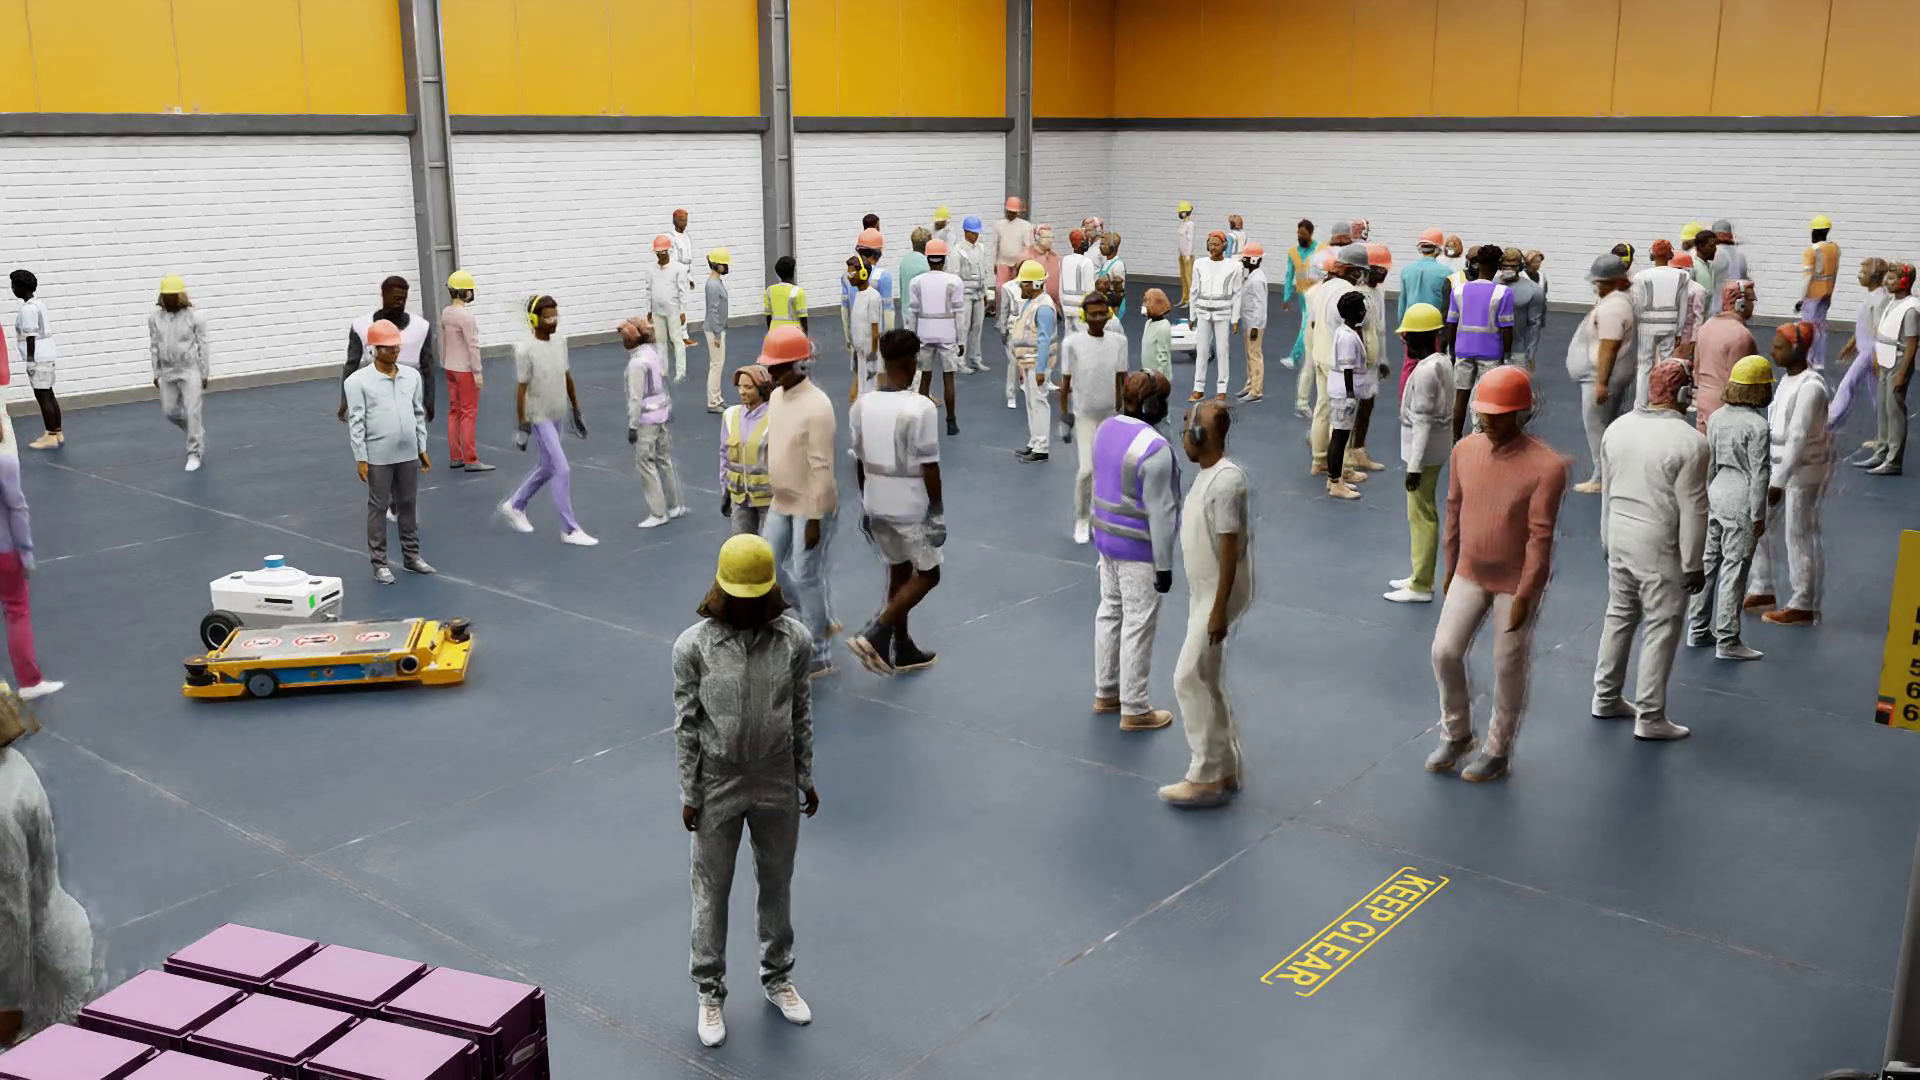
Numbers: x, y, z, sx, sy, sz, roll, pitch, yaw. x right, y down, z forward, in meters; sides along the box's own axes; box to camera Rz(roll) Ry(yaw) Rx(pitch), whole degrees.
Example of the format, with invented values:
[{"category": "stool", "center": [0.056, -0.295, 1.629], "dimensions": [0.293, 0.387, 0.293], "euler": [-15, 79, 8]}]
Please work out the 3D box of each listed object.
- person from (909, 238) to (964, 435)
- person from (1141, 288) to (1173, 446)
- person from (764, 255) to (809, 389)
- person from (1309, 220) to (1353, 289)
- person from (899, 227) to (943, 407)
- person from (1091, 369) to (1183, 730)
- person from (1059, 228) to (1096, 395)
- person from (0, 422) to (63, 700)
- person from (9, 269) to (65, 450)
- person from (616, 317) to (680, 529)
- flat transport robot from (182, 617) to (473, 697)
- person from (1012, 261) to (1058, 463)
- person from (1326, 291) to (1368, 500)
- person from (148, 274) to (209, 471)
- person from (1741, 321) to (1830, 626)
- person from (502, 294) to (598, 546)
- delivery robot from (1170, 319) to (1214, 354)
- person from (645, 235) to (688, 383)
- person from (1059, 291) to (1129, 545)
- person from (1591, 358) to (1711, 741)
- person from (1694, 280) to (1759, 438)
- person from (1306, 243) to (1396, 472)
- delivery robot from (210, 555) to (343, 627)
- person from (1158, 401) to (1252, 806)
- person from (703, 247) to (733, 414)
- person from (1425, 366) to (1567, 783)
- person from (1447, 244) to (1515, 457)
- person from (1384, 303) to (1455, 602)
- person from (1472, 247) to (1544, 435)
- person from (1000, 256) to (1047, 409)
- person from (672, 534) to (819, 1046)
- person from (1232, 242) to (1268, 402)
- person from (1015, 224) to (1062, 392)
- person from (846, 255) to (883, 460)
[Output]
[{"category": "person", "center": [-0.226, -1.998, 16.396], "dimensions": [0.550, 1.929, 0.388], "euler": [3, 14, 12]}, {"category": "person", "center": [1.709, -1.381, 14.531], "dimensions": [0.289, 1.628, 0.503], "euler": [-3, 14, -12]}, {"category": "person", "center": [-1.773, -2.077, 17.168], "dimensions": [0.539, 1.698, 0.317], "euler": [8, 16, 30]}, {"category": "person", "center": [4.312, -2.703, 18.974], "dimensions": [0.702, 2.000, 1.096], "euler": [5, 15, 19]}, {"category": "person", "center": [-0.446, -2.410, 18.013], "dimensions": [0.376, 1.940, 0.629], "euler": [-7, 16, -27]}, {"category": "person", "center": [0.900, 0.047, 8.418], "dimensions": [0.431, 1.836, 0.622], "euler": [-7, 15, -25]}, {"category": "person", "center": [1.333, -2.530, 18.605], "dimensions": [0.355, 1.884, 0.575], "euler": [-10, 17, -34]}, {"category": "person", "center": [-5.103, 0.057, 8.779], "dimensions": [0.504, 1.630, 0.305], "euler": [2, 14, 8]}, {"category": "person", "center": [-8.714, -1.708, 15.719], "dimensions": [0.319, 1.687, 0.539], "euler": [-5, 15, -18]}, {"category": "person", "center": [-2.363, -0.912, 12.693], "dimensions": [0.357, 1.605, 0.670], "euler": [1, 14, 5]}, {"category": "flat transport robot", "center": [-3.474, 0.637, 9.216], "dimensions": [1.431, 0.197, 0.652], "euler": [-3, 14, -11]}, {"category": "person", "center": [0.673, -1.613, 15.067], "dimensions": [0.403, 1.823, 0.593], "euler": [-3, 14, -11]}, {"category": "person", "center": [3.167, -1.189, 13.625], "dimensions": [0.318, 1.697, 0.535], "euler": [2, 14, 8]}, {"category": "person", "center": [-6.915, -1.509, 14.824], "dimensions": [0.492, 1.728, 0.569], "euler": [-1, 14, -3]}, {"category": "person", "center": [4.994, -0.392, 10.108], "dimensions": [0.622, 1.862, 0.612], "euler": [2, 14, 8]}, {"category": "person", "center": [-3.061, -0.888, 12.166], "dimensions": [0.882, 1.834, 0.553], "euler": [6, 15, 23]}, {"category": "delivery robot", "center": [2.886, -2.603, 21.400], "dimensions": [0.707, 0.478, 0.477], "euler": [-1, 14, -3]}, {"category": "person", "center": [-3.484, -2.734, 19.699], "dimensions": [0.566, 1.744, 0.350], "euler": [6, 15, 21]}, {"category": "person", "center": [1.029, -0.875, 12.061], "dimensions": [0.571, 1.856, 0.409], "euler": [-5, 15, -20]}, {"category": "person", "center": [3.470, 0.041, 8.315], "dimensions": [0.398, 1.895, 0.654], "euler": [-5, 15, -20]}, {"category": "person", "center": [5.656, -0.957, 12.269], "dimensions": [0.404, 1.911, 0.636], "euler": [0, 14, -2]}, {"category": "person", "center": [3.484, -1.597, 14.612], "dimensions": [0.613, 2.020, 0.603], "euler": [9, 17, 32]}, {"category": "delivery robot", "center": [-3.967, 0.331, 9.673], "dimensions": [0.707, 0.478, 0.477], "euler": [3, 14, 13]}, {"category": "person", "center": [1.052, 0.286, 7.534], "dimensions": [0.530, 1.794, 0.608], "euler": [-2, 14, -7]}, {"category": "person", "center": [-2.544, -2.209, 17.591], "dimensions": [0.342, 1.754, 0.531], "euler": [-1, 14, -4]}, {"category": "person", "center": [2.425, 0.178, 7.596], "dimensions": [0.524, 1.969, 0.609], "euler": [-13, 19, -42]}, {"category": "person", "center": [4.728, -1.702, 15.124], "dimensions": [0.613, 1.963, 0.362], "euler": [11, 18, 38]}, {"category": "person", "center": [2.936, -0.552, 10.641], "dimensions": [0.402, 1.918, 0.597], "euler": [6, 15, 23]}, {"category": "person", "center": [4.974, -1.712, 15.233], "dimensions": [0.627, 1.936, 0.371], "euler": [6, 15, 23]}, {"category": "person", "center": [0.690, -2.231, 17.918], "dimensions": [0.523, 1.633, 0.313], "euler": [-3, 14, -12]}, {"category": "person", "center": [-0.698, 0.819, 5.521], "dimensions": [0.483, 1.735, 0.311], "euler": [-6, 15, -24]}, {"category": "person", "center": [3.210, -2.404, 18.359], "dimensions": [0.337, 1.752, 0.564], "euler": [1, 14, 2]}, {"category": "person", "center": [0.927, -2.636, 18.985], "dimensions": [0.642, 1.906, 0.401], "euler": [-11, 18, -38]}, {"category": "person", "center": [-0.870, -1.665, 15.218], "dimensions": [0.341, 1.856, 0.523], "euler": [-6, 15, -21]}]
